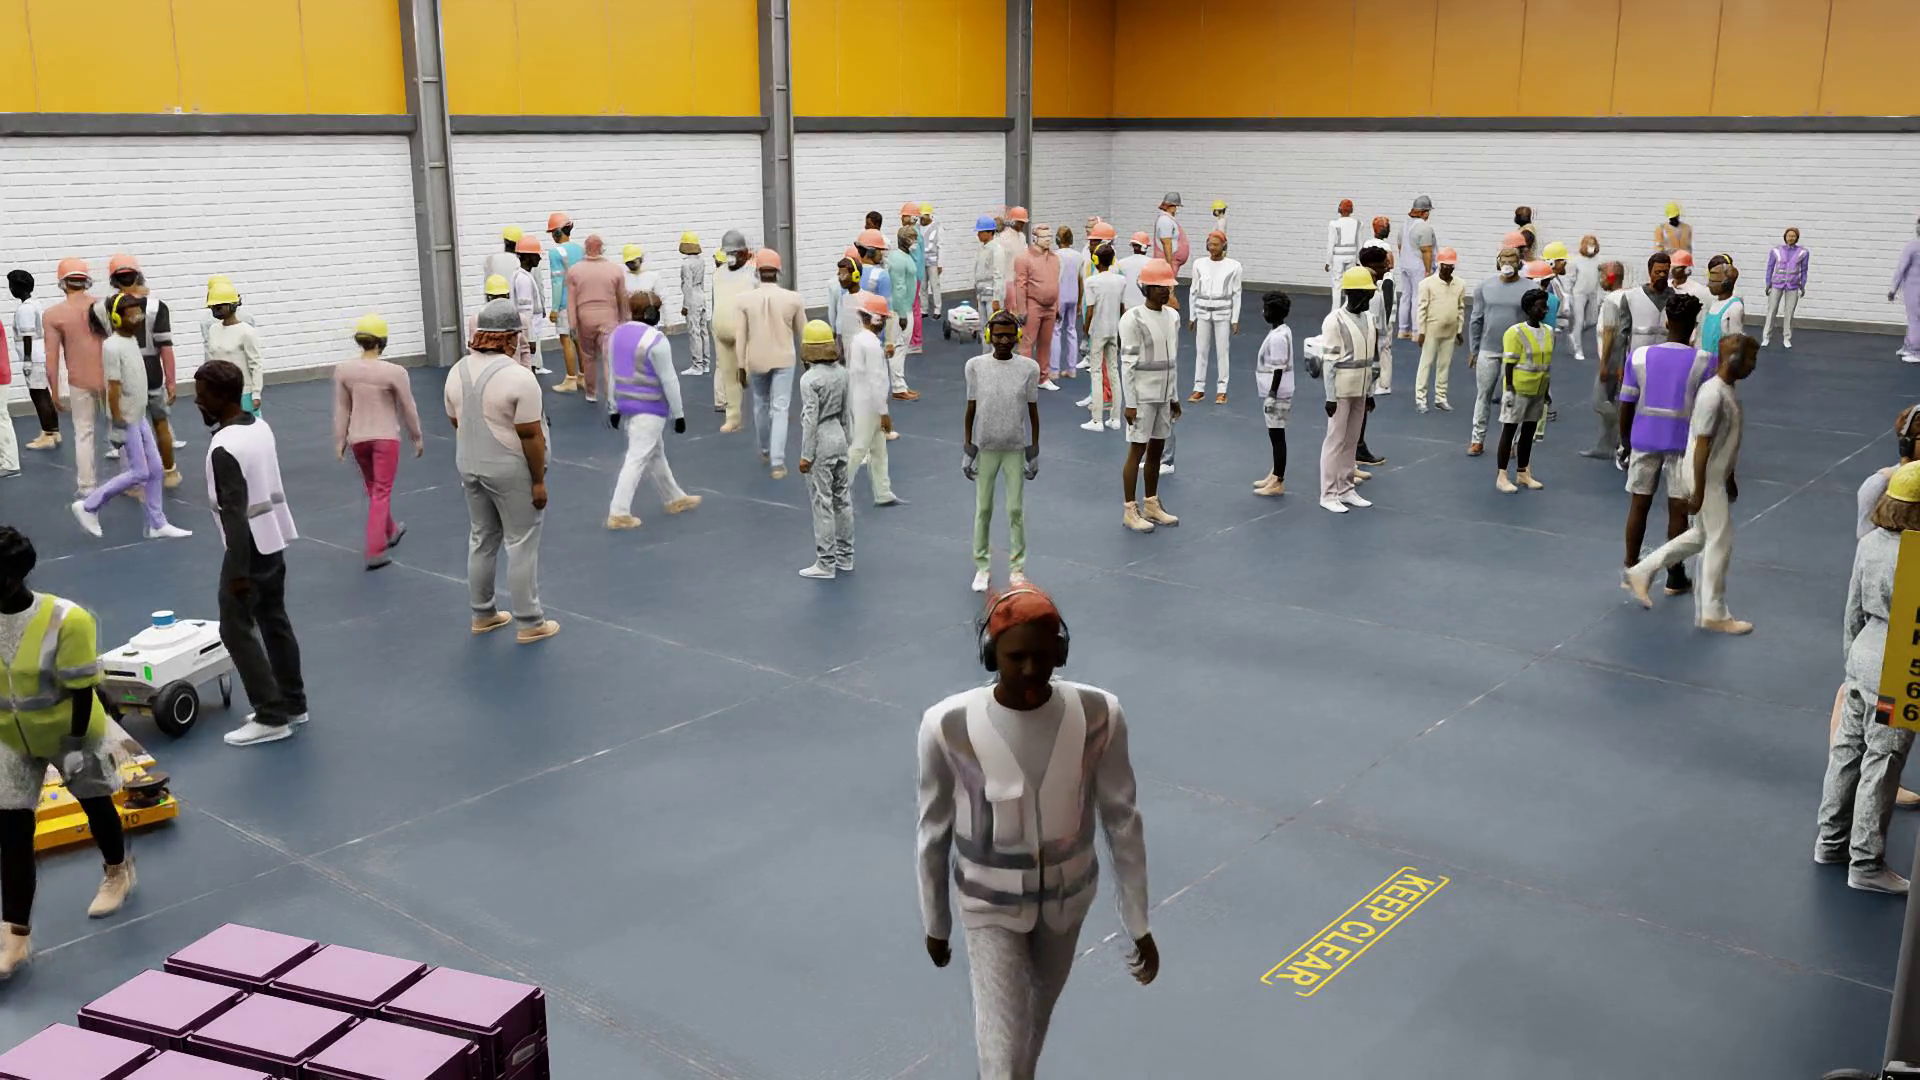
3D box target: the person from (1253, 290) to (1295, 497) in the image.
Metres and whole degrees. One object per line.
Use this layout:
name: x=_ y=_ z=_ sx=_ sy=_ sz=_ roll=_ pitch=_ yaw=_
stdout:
person: x=2.589 y=-1.204 z=13.683 sx=0.319 sy=1.697 sz=0.532 roll=3 pitch=14 yaw=12

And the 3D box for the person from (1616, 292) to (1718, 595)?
person: x=4.598 y=-0.625 z=10.821 sx=0.618 sy=1.963 sz=0.361 roll=10 pitch=17 yaw=35

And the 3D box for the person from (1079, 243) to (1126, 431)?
person: x=1.424 y=-2.016 z=16.596 sx=0.533 sy=1.861 sz=0.310 roll=-8 pitch=16 yaw=-29

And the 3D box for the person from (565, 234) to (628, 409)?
person: x=-3.915 y=-2.358 z=17.970 sx=0.650 sy=1.865 sz=0.962 roll=-3 pitch=14 yaw=-12

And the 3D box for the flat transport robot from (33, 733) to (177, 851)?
flat transport robot: x=-4.135 y=1.044 z=7.589 sx=0.652 sy=0.197 sz=1.431 roll=-12 pitch=18 yaw=-39

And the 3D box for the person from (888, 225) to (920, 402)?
person: x=-0.627 y=-2.513 z=18.438 sx=0.376 sy=1.933 sz=0.627 roll=1 pitch=14 yaw=4

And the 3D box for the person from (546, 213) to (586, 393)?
person: x=-4.501 y=-2.701 z=18.975 sx=0.381 sy=2.035 sz=0.615 roll=5 pitch=15 yaw=19

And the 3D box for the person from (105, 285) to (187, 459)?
person: x=-7.630 y=-1.563 z=15.334 sx=0.546 sy=1.595 sz=0.694 roll=0 pitch=14 yaw=1

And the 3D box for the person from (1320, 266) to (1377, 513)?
person: x=3.083 y=-1.189 z=13.149 sx=0.587 sy=1.930 sz=0.362 roll=-13 pitch=19 yaw=-41

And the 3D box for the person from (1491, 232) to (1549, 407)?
person: x=6.115 y=-2.371 z=18.000 sx=0.697 sy=1.890 sz=0.553 roll=2 pitch=14 yaw=7

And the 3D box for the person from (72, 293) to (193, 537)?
person: x=-6.105 y=-0.879 z=12.114 sx=0.677 sy=1.844 sz=0.537 roll=-3 pitch=14 yaw=-11

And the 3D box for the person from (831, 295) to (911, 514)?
person: x=-0.755 y=-1.049 z=13.113 sx=0.815 sy=1.716 sz=0.599 roll=-3 pitch=14 yaw=-13

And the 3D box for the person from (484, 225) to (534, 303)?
person: x=-5.118 y=-2.644 z=19.022 sx=0.606 sy=1.898 sz=0.484 roll=2 pitch=14 yaw=9

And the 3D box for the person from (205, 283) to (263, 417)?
person: x=-5.892 y=-1.196 z=13.512 sx=0.534 sy=1.767 sz=0.319 roll=7 pitch=16 yaw=25

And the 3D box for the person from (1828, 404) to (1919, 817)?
person: x=4.126 y=0.311 z=7.328 sx=0.505 sy=1.846 sz=0.346 roll=-7 pitch=16 yaw=-26

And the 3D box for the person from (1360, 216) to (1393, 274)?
person: x=5.258 y=-3.127 z=20.989 sx=0.353 sy=1.883 sz=0.577 roll=-6 pitch=15 yaw=-21

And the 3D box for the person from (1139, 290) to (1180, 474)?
person: x=1.757 y=-1.393 z=14.568 sx=0.286 sy=1.633 sz=0.499 roll=-3 pitch=14 yaw=-10

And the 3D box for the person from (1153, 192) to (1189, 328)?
person: x=3.183 y=-4.228 z=25.069 sx=0.537 sy=2.000 sz=0.679 roll=0 pitch=14 yaw=2

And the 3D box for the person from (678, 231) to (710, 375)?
person: x=-3.277 y=-2.898 z=20.355 sx=0.298 sy=1.745 sz=0.484 roll=4 pitch=15 yaw=16

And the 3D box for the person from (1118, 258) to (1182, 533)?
person: x=1.455 y=-1.086 z=12.509 sx=0.378 sy=2.044 sz=0.607 roll=13 pitch=19 yaw=43

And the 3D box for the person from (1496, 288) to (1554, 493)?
person: x=4.713 y=-1.241 z=13.829 sx=0.530 sy=1.697 sz=0.321 roll=-8 pitch=16 yaw=-28

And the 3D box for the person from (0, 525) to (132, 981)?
person: x=-3.364 y=0.723 z=6.090 sx=0.529 sy=1.641 sz=0.843 roll=0 pitch=14 yaw=-1

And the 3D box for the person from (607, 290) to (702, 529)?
person: x=-2.387 y=-1.005 z=12.706 sx=0.655 sy=1.791 sz=0.984 roll=13 pitch=19 yaw=41

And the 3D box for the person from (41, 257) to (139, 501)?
person: x=-7.016 y=-1.288 z=13.460 sx=0.691 sy=1.984 sz=0.462 roll=-11 pitch=18 yaw=-37

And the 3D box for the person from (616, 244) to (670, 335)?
person: x=-3.500 y=-2.381 z=18.296 sx=0.585 sy=1.753 sz=0.394 roll=-3 pitch=14 yaw=-12

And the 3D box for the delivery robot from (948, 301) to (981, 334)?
delivery robot: x=0.068 y=-3.133 z=23.515 sx=0.477 sy=0.478 sz=0.707 roll=-4 pitch=15 yaw=-14

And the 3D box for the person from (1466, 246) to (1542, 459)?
person: x=4.972 y=-1.715 z=15.234 sx=0.627 sy=1.940 sz=0.372 roll=6 pitch=15 yaw=22

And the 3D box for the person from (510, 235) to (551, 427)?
person: x=-4.332 y=-2.099 z=16.795 sx=0.387 sy=1.929 sz=0.546 roll=-4 pitch=15 yaw=-15

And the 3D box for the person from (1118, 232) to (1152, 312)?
person: x=2.160 y=-2.857 z=20.184 sx=0.564 sy=1.745 sz=0.345 roll=5 pitch=15 yaw=19

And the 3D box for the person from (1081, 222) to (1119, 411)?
person: x=1.525 y=-2.385 z=17.798 sx=0.377 sy=1.995 sz=0.608 roll=-2 pitch=14 yaw=-7

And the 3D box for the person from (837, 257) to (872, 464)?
person: x=-0.934 y=-1.616 z=15.019 sx=0.327 sy=1.853 sz=0.527 roll=-10 pitch=17 yaw=-34

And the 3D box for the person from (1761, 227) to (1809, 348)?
person: x=11.330 y=-3.465 z=22.832 sx=0.514 sy=1.642 sz=0.314 roll=6 pitch=15 yaw=23

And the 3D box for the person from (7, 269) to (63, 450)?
person: x=-8.736 y=-1.707 z=15.715 sx=0.320 sy=1.686 sz=0.541 roll=-4 pitch=15 yaw=-17

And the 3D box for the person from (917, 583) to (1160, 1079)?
person: x=0.209 y=1.028 z=4.469 sx=0.600 sy=1.833 sz=0.959 roll=-4 pitch=14 yaw=-14

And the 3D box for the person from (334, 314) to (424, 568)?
person: x=-4.050 y=-0.712 z=11.665 sx=0.552 sy=1.719 sz=0.893 roll=2 pitch=14 yaw=7

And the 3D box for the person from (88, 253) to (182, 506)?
person: x=-6.691 y=-1.328 z=13.557 sx=0.607 sy=1.997 sz=0.920 roll=-5 pitch=15 yaw=-19

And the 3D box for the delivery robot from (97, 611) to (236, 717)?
delivery robot: x=-4.082 y=0.606 z=8.573 sx=0.477 sy=0.478 sz=0.707 roll=3 pitch=14 yaw=12

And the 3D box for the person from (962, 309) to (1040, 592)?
person: x=0.267 y=-0.573 z=10.840 sx=0.508 sy=1.860 sz=0.334 roll=1 pitch=14 yaw=3

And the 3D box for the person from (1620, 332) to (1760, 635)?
person: x=4.497 y=-0.368 z=10.117 sx=0.741 sy=1.816 sz=0.508 roll=7 pitch=16 yaw=27
